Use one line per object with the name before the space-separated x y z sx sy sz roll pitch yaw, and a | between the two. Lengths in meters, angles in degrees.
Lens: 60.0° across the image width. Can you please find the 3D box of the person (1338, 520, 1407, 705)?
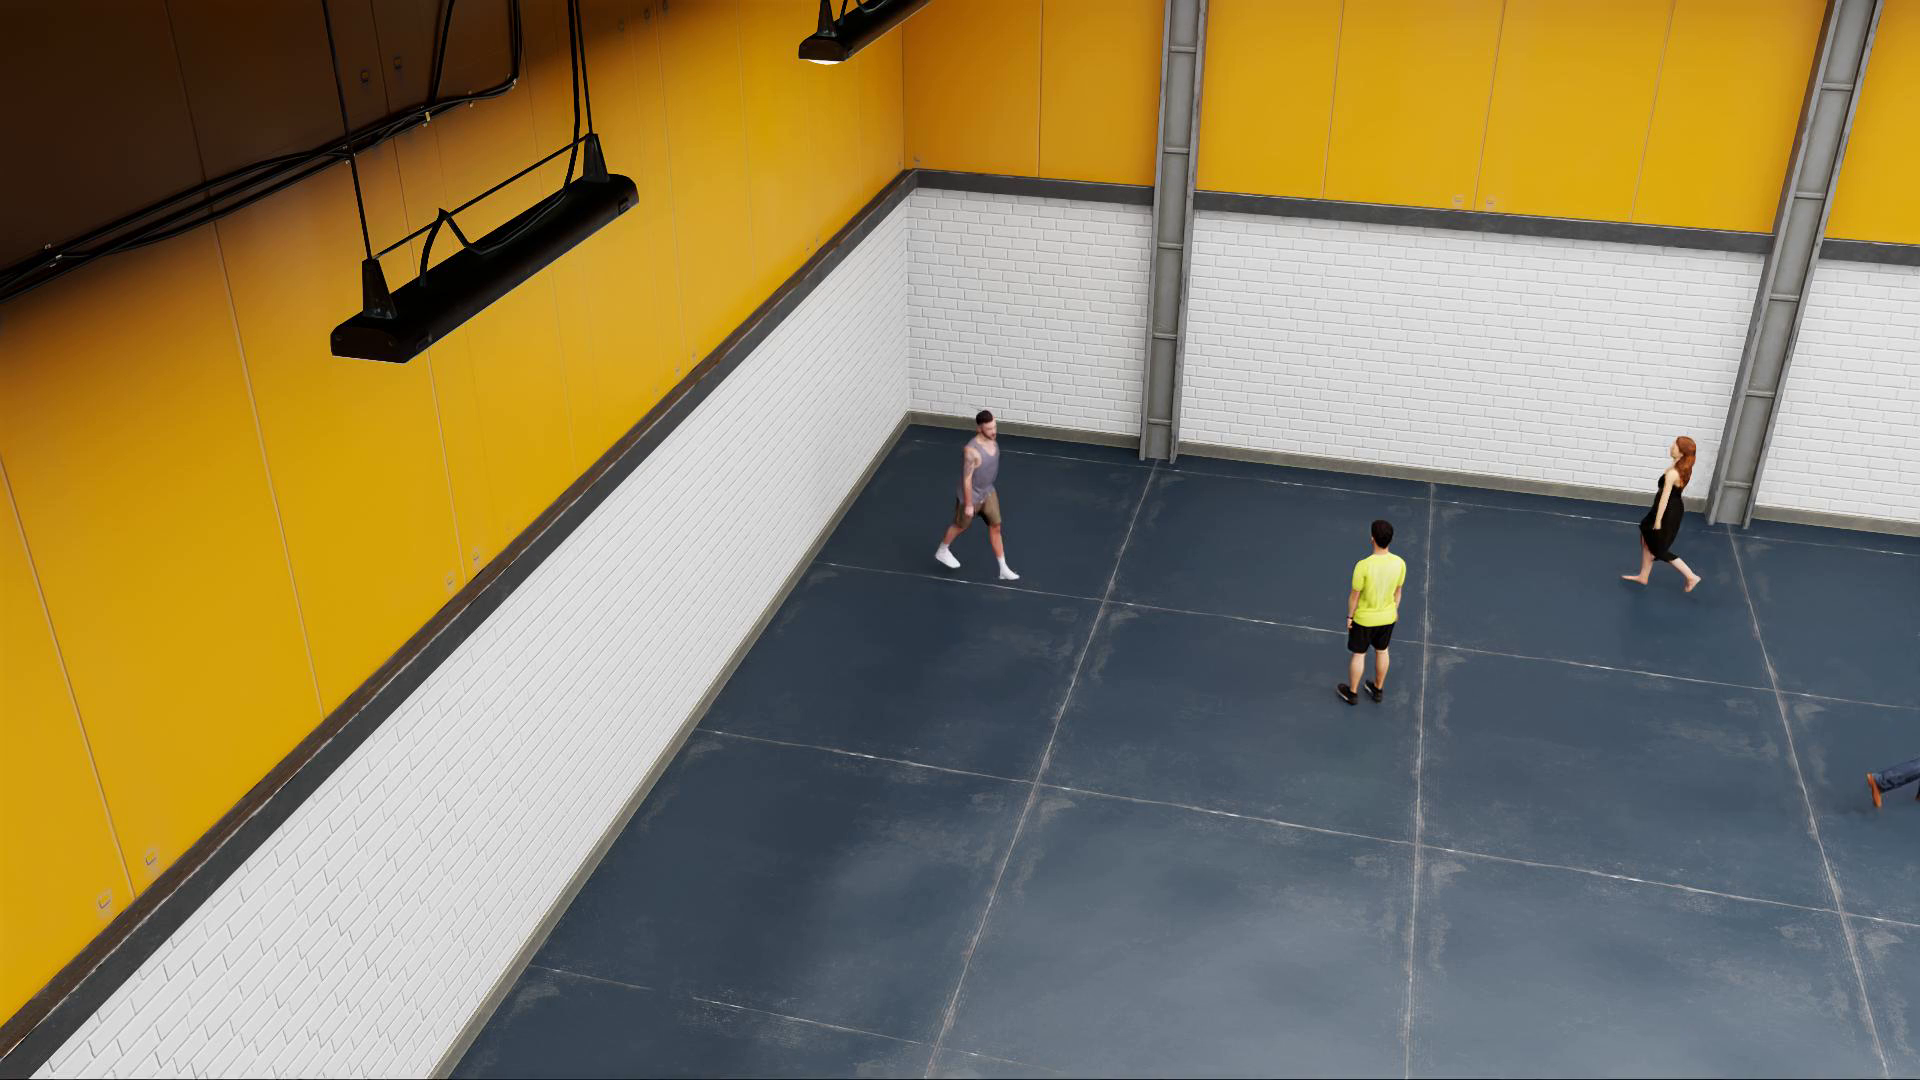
person | 3.535 0.617 14.151 0.596 1.706 0.738 -3 29 -6

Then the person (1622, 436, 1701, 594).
person | 6.792 -0.205 15.770 1.014 1.600 0.791 21 35 33

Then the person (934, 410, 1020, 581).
person | 0.080 -0.461 15.940 1.307 1.792 1.002 18 34 30
